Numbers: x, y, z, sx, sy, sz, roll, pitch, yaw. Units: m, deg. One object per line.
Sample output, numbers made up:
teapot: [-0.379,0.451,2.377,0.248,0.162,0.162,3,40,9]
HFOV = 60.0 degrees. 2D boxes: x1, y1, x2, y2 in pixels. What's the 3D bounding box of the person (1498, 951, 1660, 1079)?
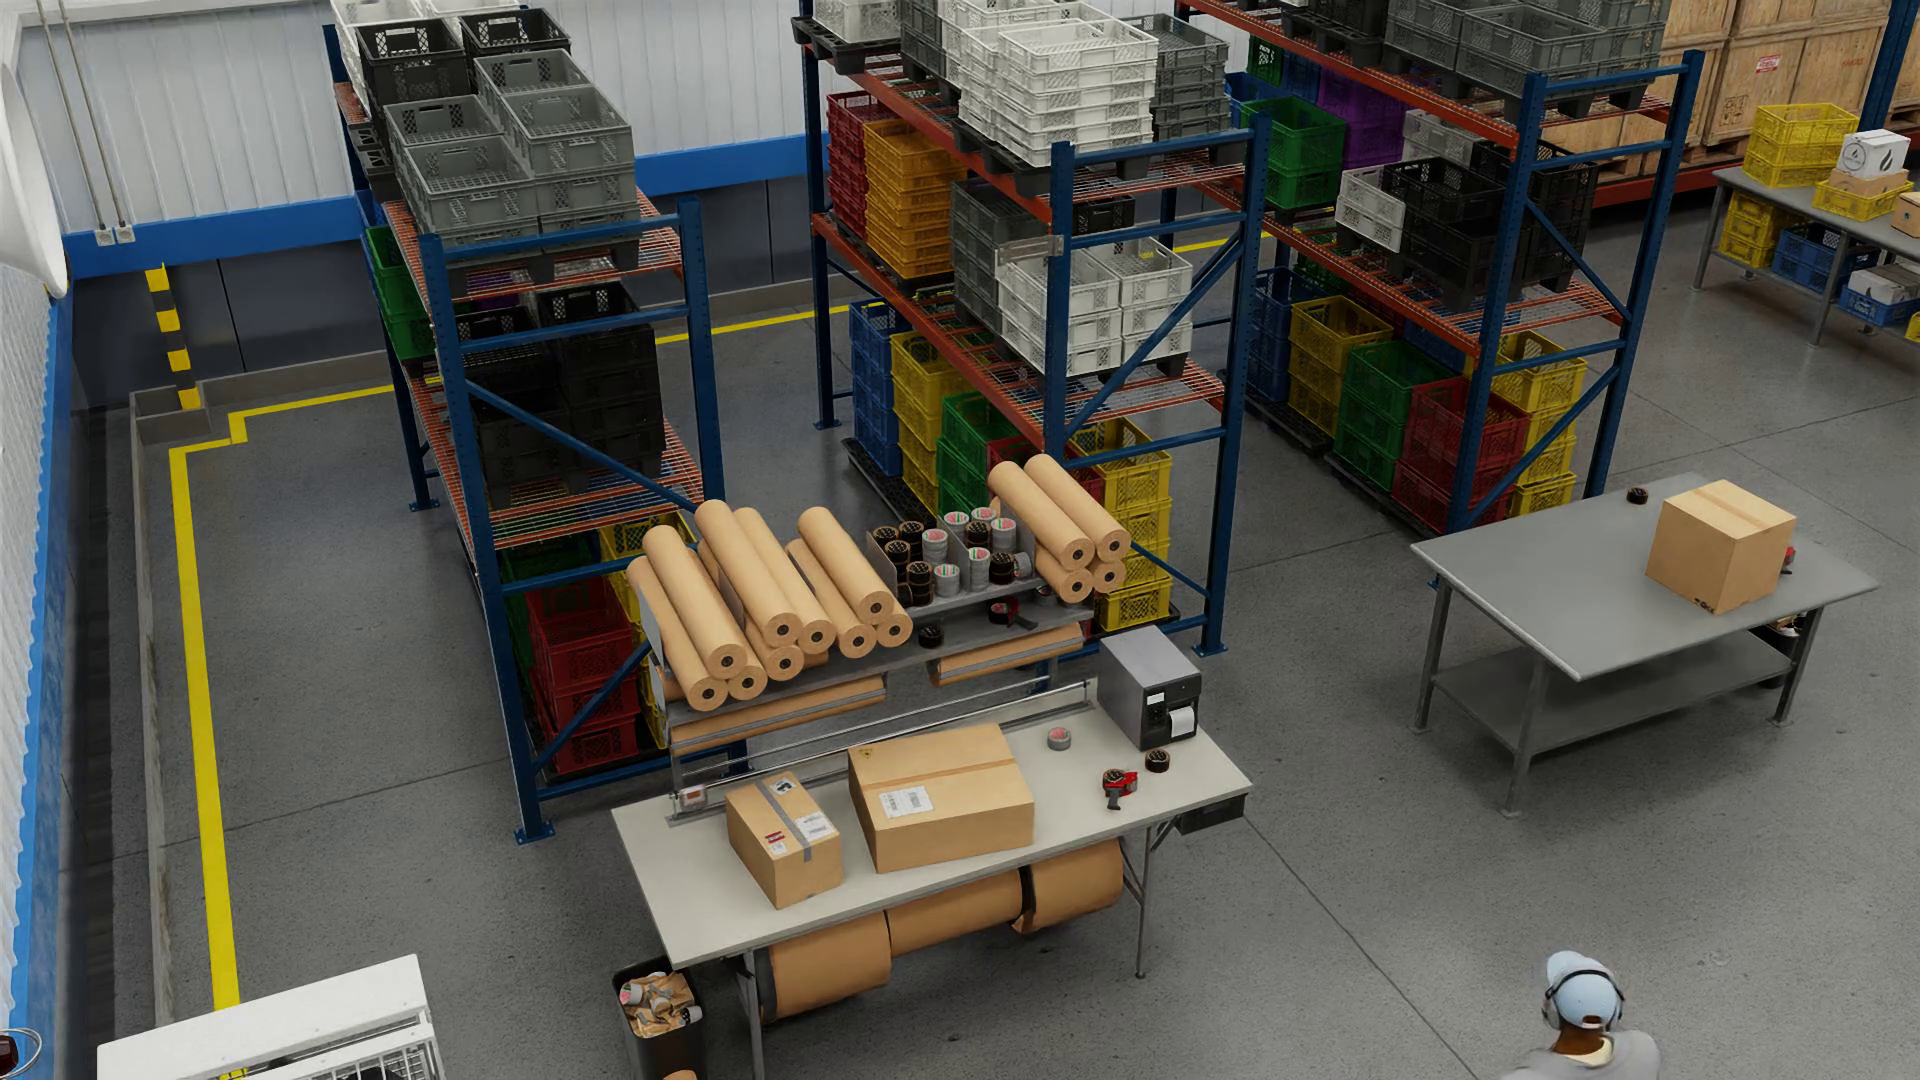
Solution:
person: [1.802,2.003,5.208,0.596,1.849,0.385,-13,34,-20]
